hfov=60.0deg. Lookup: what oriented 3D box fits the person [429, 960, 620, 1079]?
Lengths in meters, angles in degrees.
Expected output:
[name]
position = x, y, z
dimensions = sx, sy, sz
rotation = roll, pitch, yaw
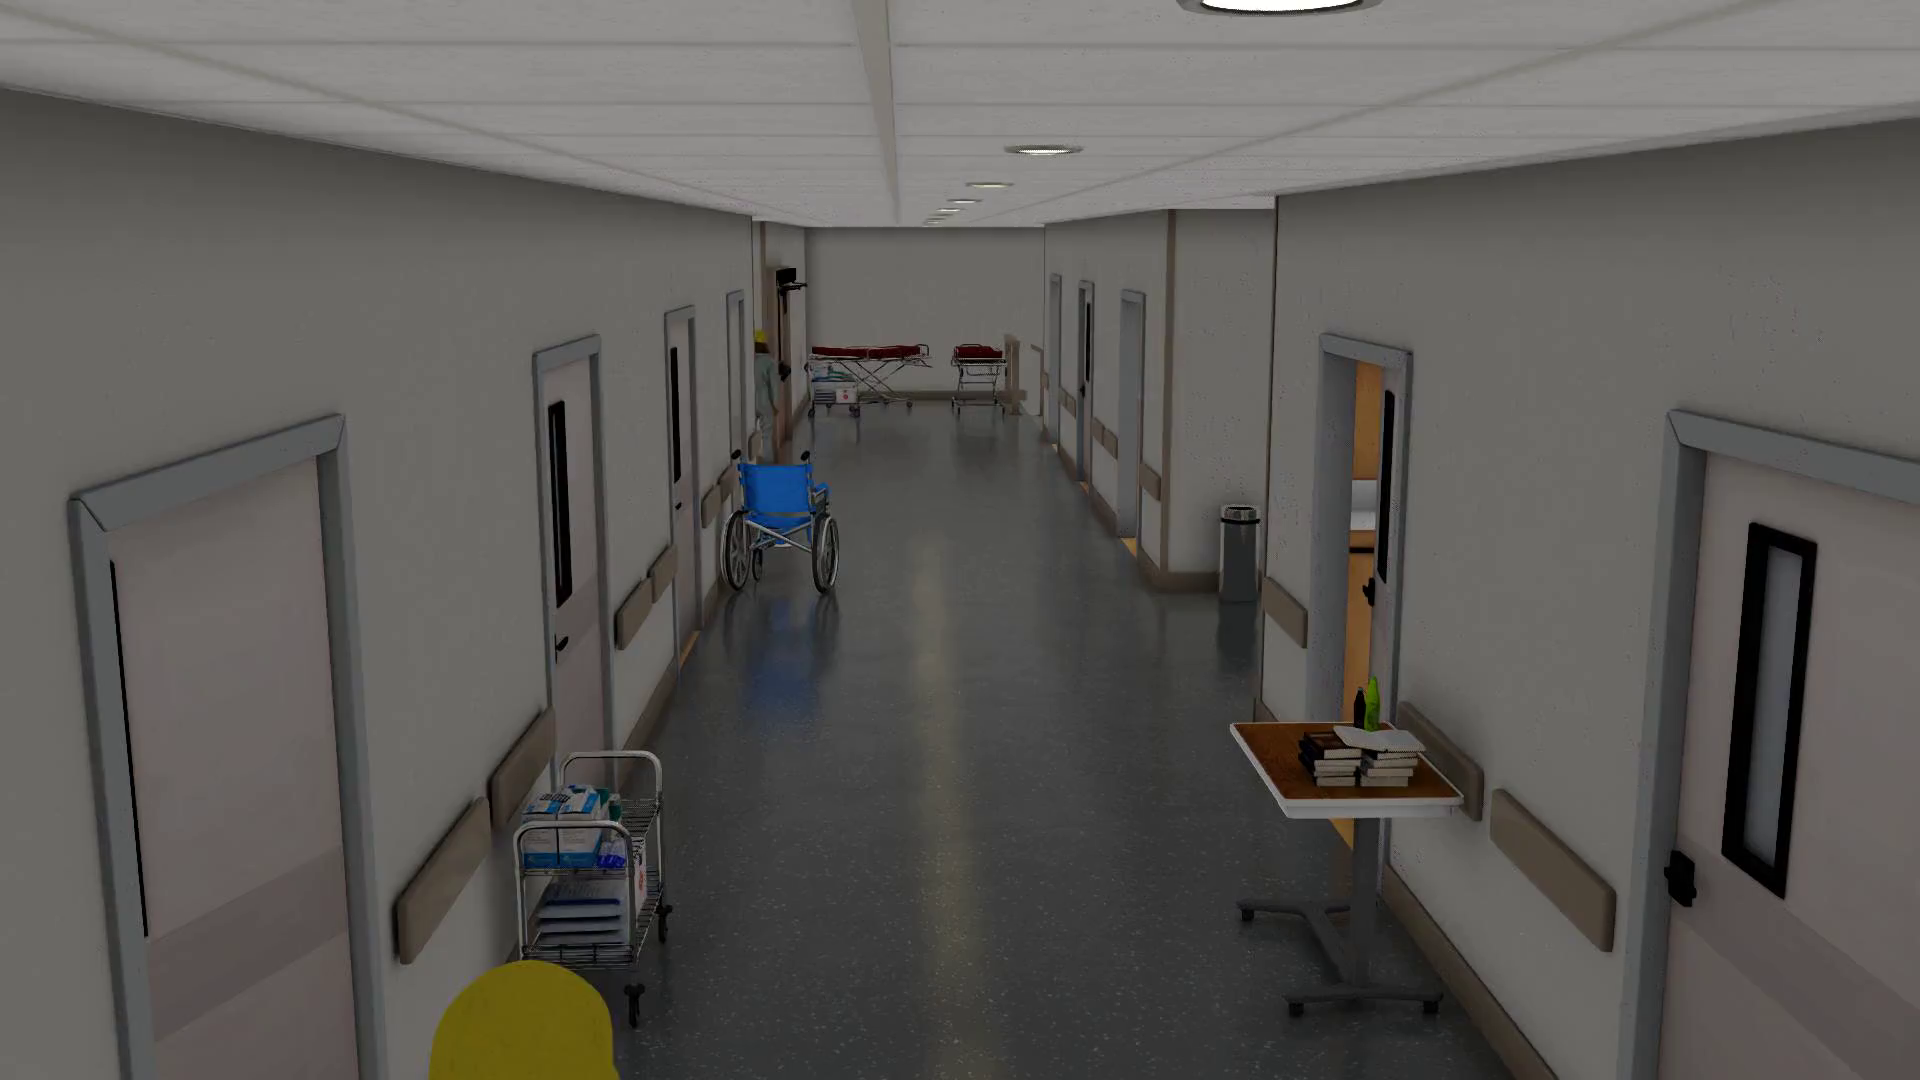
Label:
[person]
position = -0.515, 1.454, 2.080
dimensions = 0.594, 1.922, 0.387
rotation = 0, 10, -2
